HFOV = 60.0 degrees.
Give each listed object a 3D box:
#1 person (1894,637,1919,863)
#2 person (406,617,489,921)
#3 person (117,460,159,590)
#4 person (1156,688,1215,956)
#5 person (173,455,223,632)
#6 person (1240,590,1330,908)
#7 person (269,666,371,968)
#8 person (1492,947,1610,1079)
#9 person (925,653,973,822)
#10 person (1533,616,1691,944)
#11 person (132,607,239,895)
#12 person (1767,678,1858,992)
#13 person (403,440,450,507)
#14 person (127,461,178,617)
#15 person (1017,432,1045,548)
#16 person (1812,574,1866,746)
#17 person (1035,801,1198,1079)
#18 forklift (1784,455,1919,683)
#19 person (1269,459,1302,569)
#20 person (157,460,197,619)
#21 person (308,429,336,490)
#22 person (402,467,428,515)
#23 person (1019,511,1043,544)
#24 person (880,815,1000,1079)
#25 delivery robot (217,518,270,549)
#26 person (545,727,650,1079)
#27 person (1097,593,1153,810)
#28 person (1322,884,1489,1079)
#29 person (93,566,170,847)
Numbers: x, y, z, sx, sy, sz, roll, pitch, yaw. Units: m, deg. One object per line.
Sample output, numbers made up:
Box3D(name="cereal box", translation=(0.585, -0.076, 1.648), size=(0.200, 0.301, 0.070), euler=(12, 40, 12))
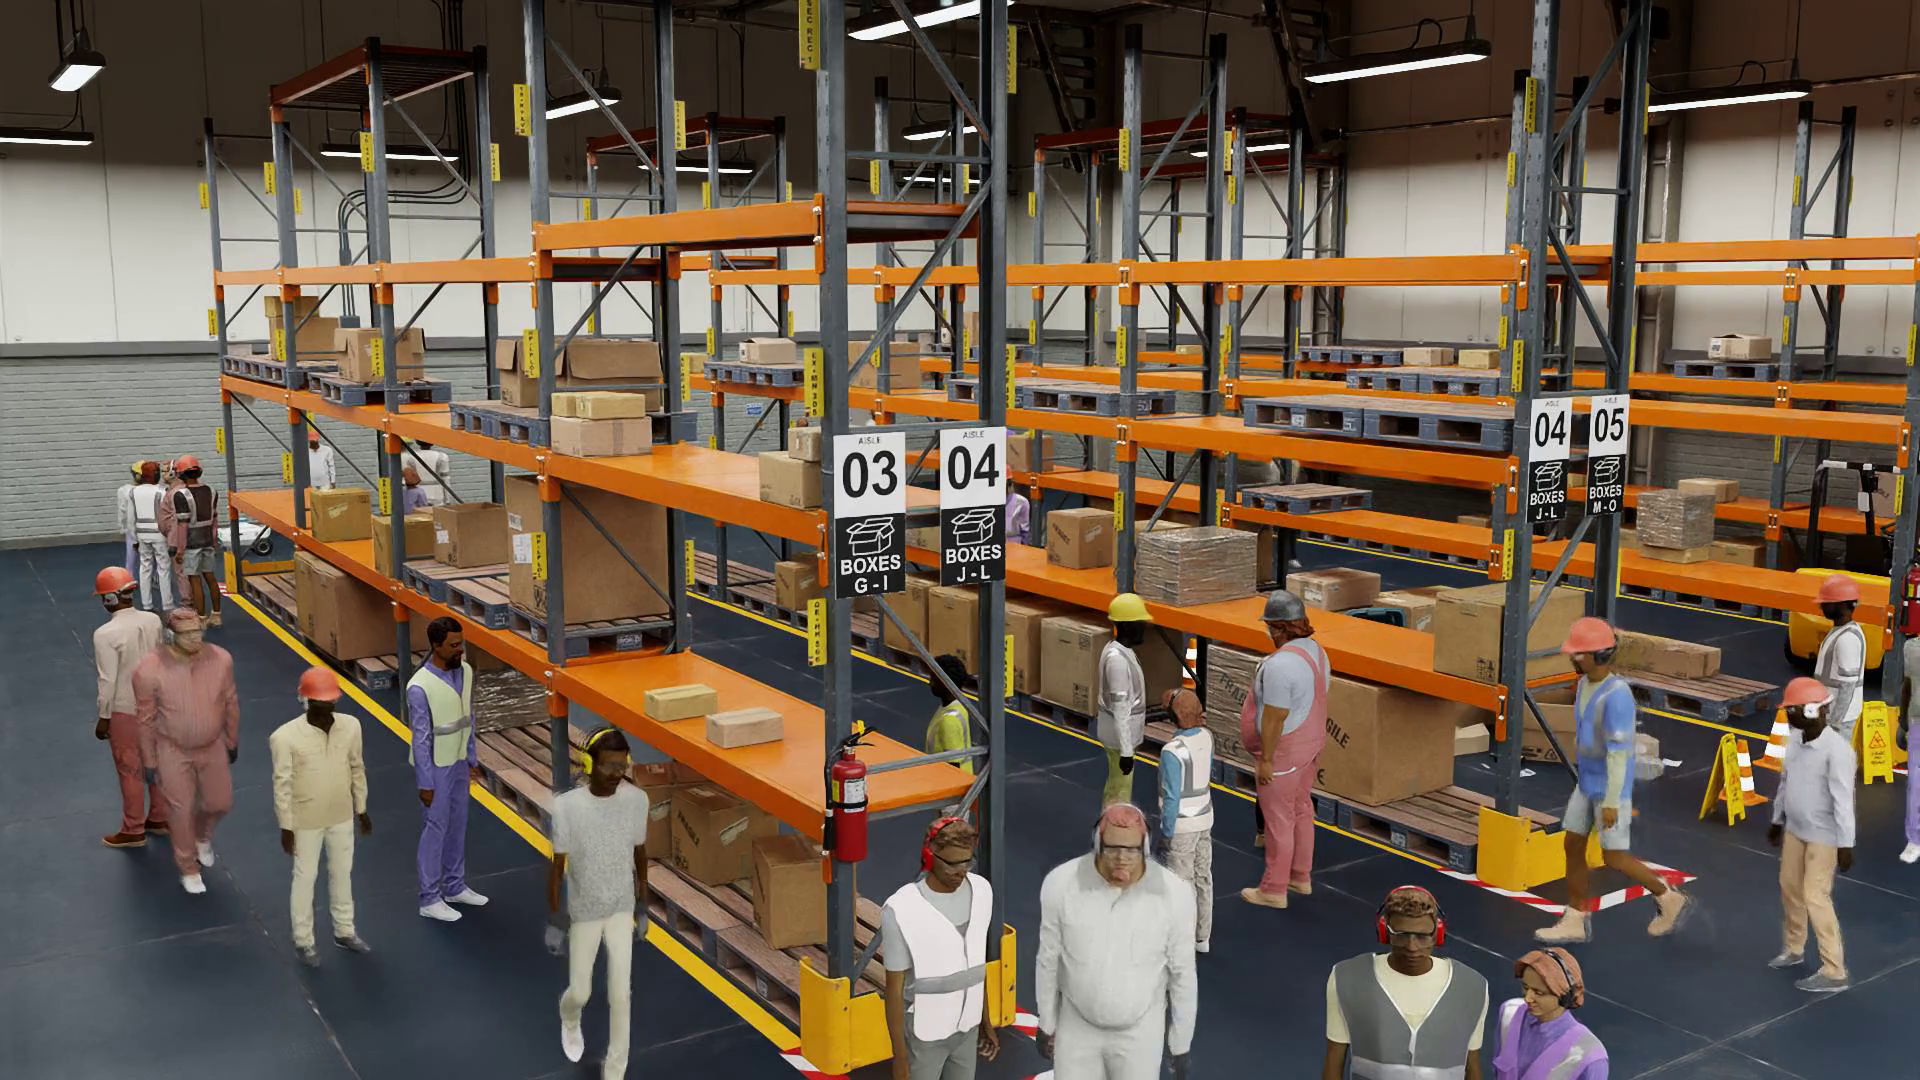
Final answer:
Box3D(name="person", translation=(6.789, 1.278, 11.532), size=(0.523, 1.845, 0.806), euler=(8, 12, 42))
Box3D(name="person", translation=(-3.234, 1.413, 10.407), size=(0.391, 1.911, 0.584), euler=(2, 9, 14))
Box3D(name="person", translation=(-10.600, -0.172, 21.494), size=(0.554, 1.736, 0.466), euler=(-5, 10, -29))
Box3D(name="person", translation=(1.304, 1.662, 9.637), size=(0.314, 1.637, 0.514), euler=(6, 11, 35))
Box3D(name="person", translation=(-8.779, 0.042, 19.082), size=(0.387, 2.039, 0.614), euler=(3, 9, 17))
Box3D(name="person", translation=(2.061, 1.308, 10.655), size=(0.535, 2.000, 0.685), euler=(6, 11, 36))
Box3D(name="person", translation=(-3.717, 1.593, 9.714), size=(0.334, 1.751, 0.566), euler=(7, 11, 40))
Box3D(name="person", translation=(2.077, 2.224, 5.913), size=(0.314, 1.634, 0.515), euler=(-3, 9, -22))
Box3D(name="person", translation=(-0.073, 1.538, 10.261), size=(0.315, 1.696, 0.540), euler=(0, 9, -1))
Box3D(name="person", translation=(3.911, 1.441, 9.875), size=(0.836, 2.012, 0.613), euler=(-1, 9, -4))
Box3D(name="person", translation=(-5.042, 1.351, 10.871), size=(0.659, 1.889, 0.514), euler=(-8, 12, -43))
Box3D(name="person", translation=(4.853, 1.649, 9.454), size=(0.356, 1.715, 0.635), euler=(-1, 9, -7))
Box3D(name="person", translation=(-7.399, -0.568, 23.133), size=(0.608, 2.045, 0.391), euler=(-2, 9, -14))
Box3D(name="person", translation=(-9.652, -0.007, 19.929), size=(0.583, 1.882, 0.338), euler=(1, 9, 6))
Box3D(name="person", translation=(1.053, -0.716, 24.872), size=(0.406, 1.821, 0.593), euler=(-7, 11, -38))
Box3D(name="person", translation=(6.159, 1.198, 11.740), size=(0.361, 1.935, 0.544), euler=(3, 9, 22))
Box3D(name="person", translation=(0.626, 1.972, 6.714), size=(0.665, 1.889, 0.437), euler=(1, 9, 8))
Box3D(name="forklift", translation=(9.643, 0.253, 17.172), size=(2.313, 2.155, 1.214), euler=(-6, 10, -33))
Box3D(name="person", translation=(4.588, -0.547, 23.713), size=(0.546, 1.832, 0.966), euler=(-3, 9, -18))
Box3D(name="person", translation=(-9.344, -0.007, 19.858), size=(0.409, 1.908, 0.639), euler=(-2, 9, -15))
Box3D(name="person", translation=(-10.277, -0.934, 26.576), size=(0.578, 1.738, 0.354), euler=(-4, 9, -24))
Box3D(name="person", translation=(-7.111, -0.139, 21.633), size=(0.503, 1.632, 0.271), euler=(6, 10, 34))
Box3D(name="person", translation=(1.071, -0.666, 25.203), size=(0.481, 1.612, 0.511), euler=(3, 9, 18))
Box3D(name="person", translation=(-0.085, 1.998, 6.734), size=(0.389, 1.838, 0.563), euler=(8, 12, 43))
Box3D(name="delivery robot", translation=(-10.568, -0.081, 24.514), size=(0.707, 0.478, 0.477), euler=(-5, 10, -30))
Box3D(name="person", translation=(-1.771, 1.796, 8.090), size=(0.551, 1.841, 0.728), euler=(-4, 9, -26))
Box3D(name="person", translation=(1.091, 1.304, 11.048), size=(0.361, 1.930, 0.587), euler=(1, 9, 4))
Box3D(name="person", translation=(1.577, 2.111, 5.949), size=(0.570, 1.845, 0.380), euler=(1, 9, 5))
Box3D(name="person", translation=(-5.872, 1.167, 11.753), size=(0.383, 1.992, 0.609), euler=(2, 9, 11))
